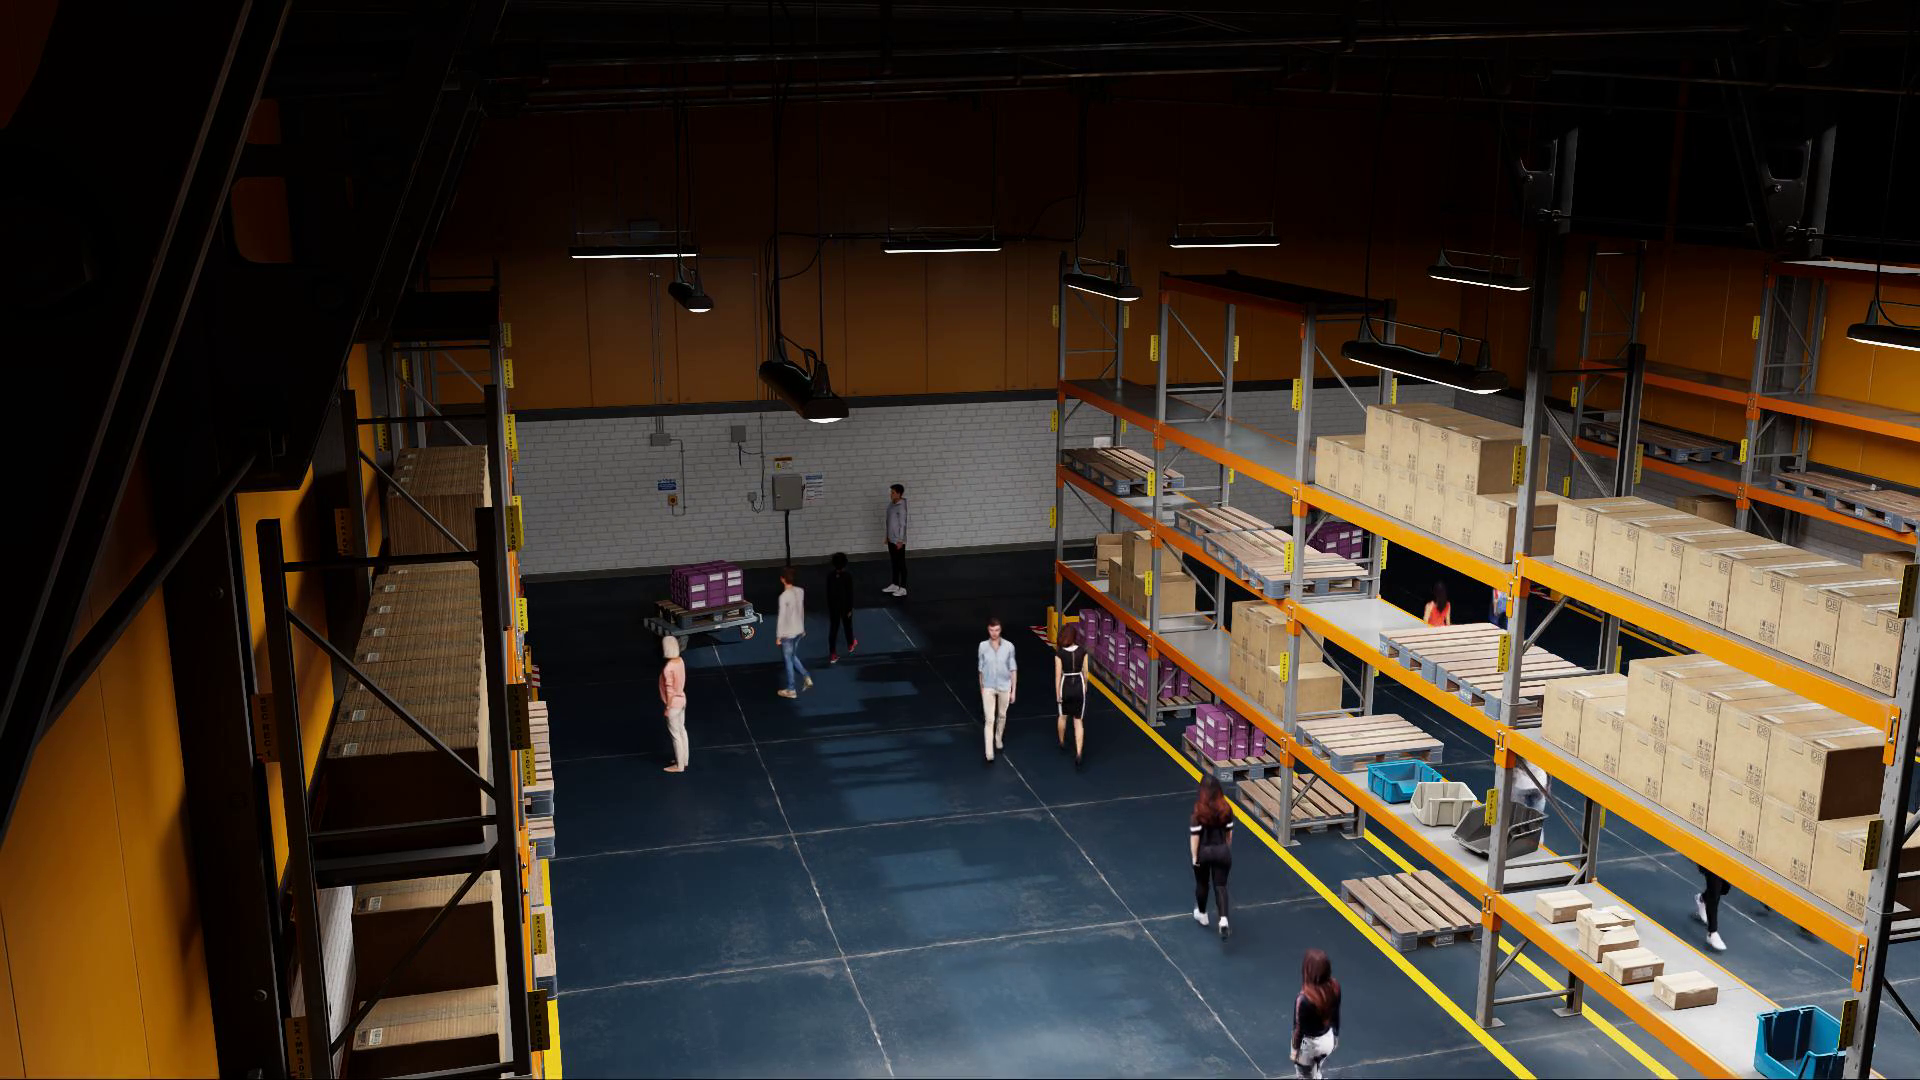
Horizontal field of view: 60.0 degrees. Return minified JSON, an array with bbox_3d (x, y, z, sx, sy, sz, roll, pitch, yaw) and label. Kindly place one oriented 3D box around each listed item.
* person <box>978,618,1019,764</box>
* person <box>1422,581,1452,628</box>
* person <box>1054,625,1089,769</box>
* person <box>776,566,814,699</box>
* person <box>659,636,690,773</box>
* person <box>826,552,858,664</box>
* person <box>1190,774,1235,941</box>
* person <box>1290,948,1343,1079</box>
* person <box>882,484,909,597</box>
[{"bbox_3d":[0.476,1.860,20.941,0.863,1.786,1.308,0,14,-1],"label":"person"},{"bbox_3d":[6.603,1.430,22.934,0.774,1.684,1.083,-8,16,-29],"label":"person"},{"bbox_3d":[1.413,1.967,20.577,0.742,1.749,1.170,-1,14,-5],"label":"person"},{"bbox_3d":[-2.274,1.298,23.031,0.967,1.894,0.907,8,16,29],"label":"person"},{"bbox_3d":[-3.509,2.006,20.469,0.735,1.724,0.612,3,14,12],"label":"person"},{"bbox_3d":[-1.815,1.036,24.685,0.970,1.626,1.184,4,14,15],"label":"person"},{"bbox_3d":[2.479,3.096,16.196,0.697,1.617,1.060,-2,14,-7],"label":"person"},{"bbox_3d":[2.774,3.919,12.829,0.690,1.602,0.686,-9,17,-34],"label":"person"},{"bbox_3d":[-1.068,-0.022,28.409,0.817,1.929,0.672,-9,16,-34],"label":"person"}]
